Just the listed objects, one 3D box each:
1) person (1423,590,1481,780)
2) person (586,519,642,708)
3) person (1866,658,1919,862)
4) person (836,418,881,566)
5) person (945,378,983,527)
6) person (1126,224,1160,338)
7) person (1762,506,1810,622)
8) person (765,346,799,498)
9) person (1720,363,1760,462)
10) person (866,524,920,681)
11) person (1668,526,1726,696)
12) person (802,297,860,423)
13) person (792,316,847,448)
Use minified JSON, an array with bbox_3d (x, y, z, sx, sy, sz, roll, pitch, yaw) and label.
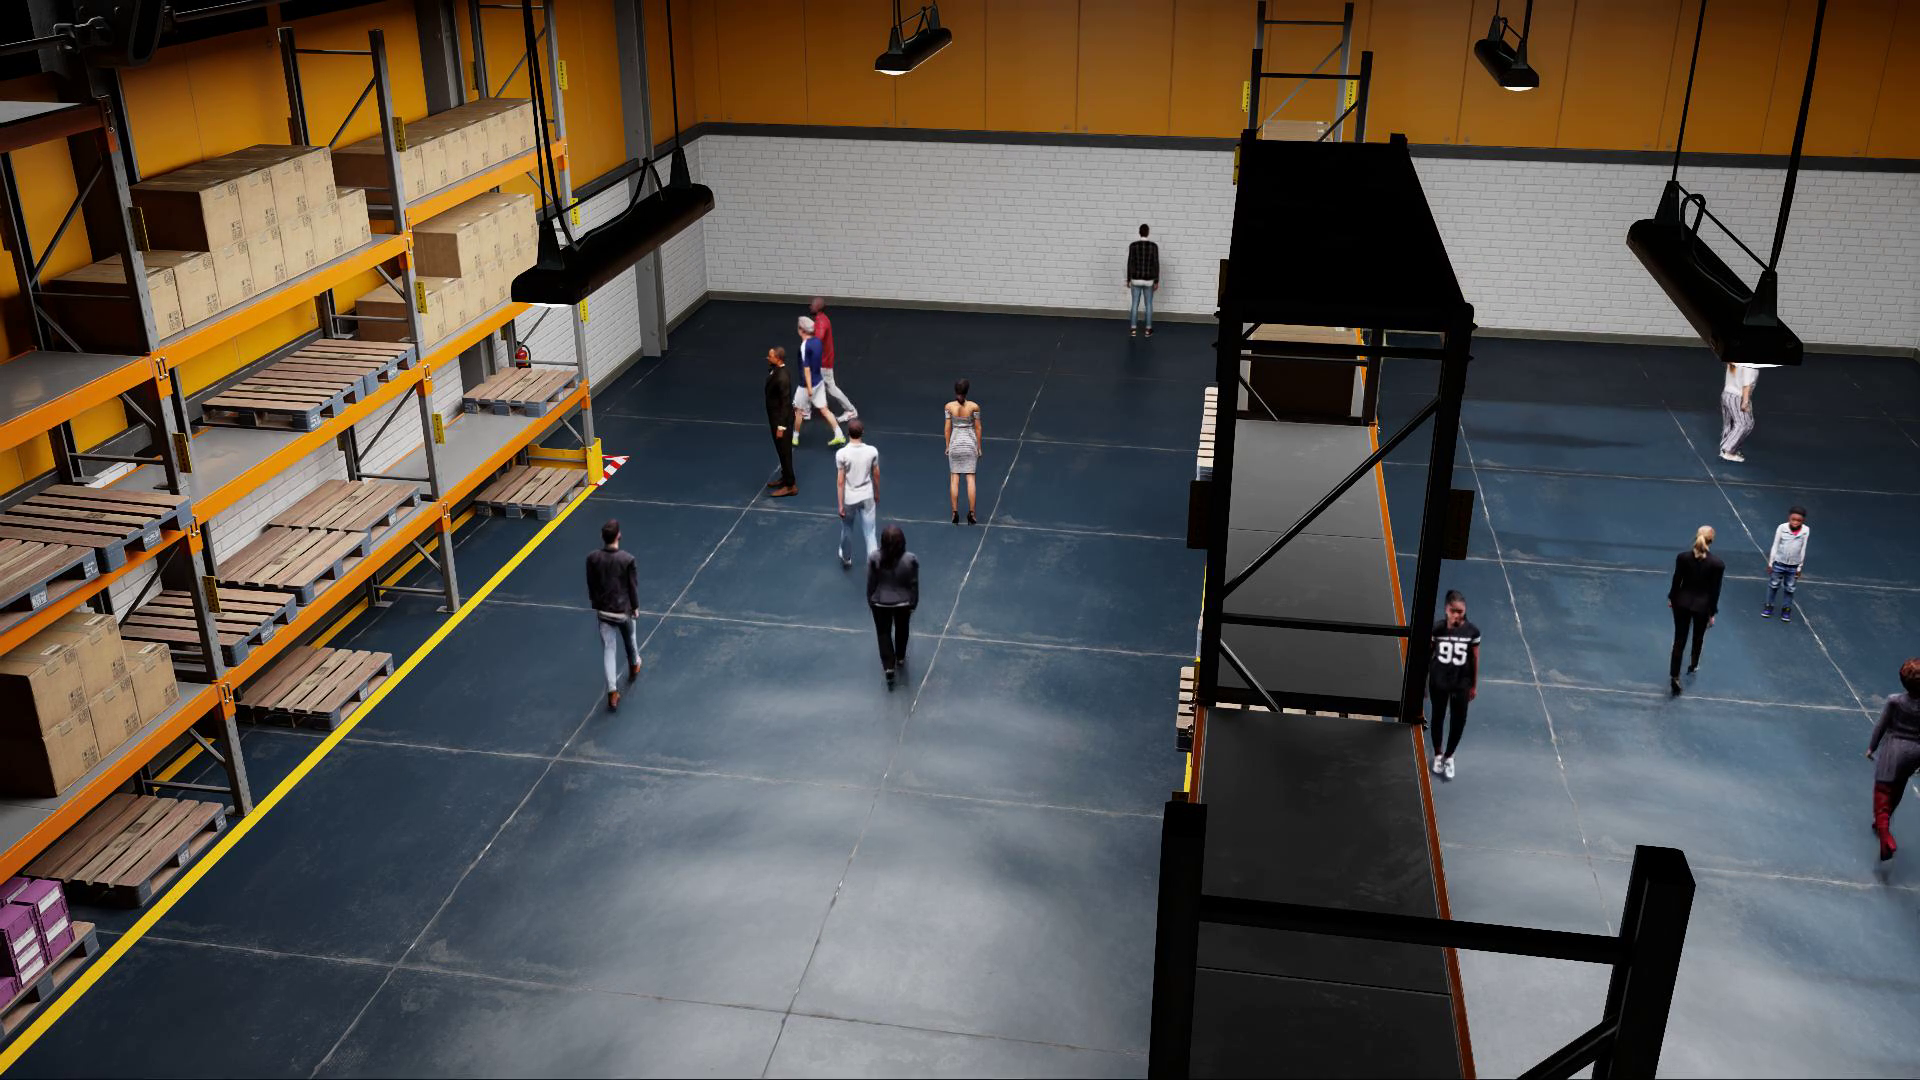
[{"bbox_3d":[4.294,1.232,14.606,0.674,1.719,0.673,7,25,15],"label":"person"},{"bbox_3d":[-3.279,0.716,15.686,0.787,1.799,1.159,1,24,1],"label":"person"},{"bbox_3d":[7.567,1.795,13.365,0.657,1.681,1.086,6,24,14],"label":"person"},{"bbox_3d":[-1.082,-0.374,18.185,1.043,1.796,1.306,-7,25,-15],"label":"person"},{"bbox_3d":[0.036,-1.046,19.689,0.591,1.822,0.519,4,24,8],"label":"person"},{"bbox_3d":[2.952,-4.206,26.923,0.665,1.818,0.519,4,24,9],"label":"person"},{"bbox_3d":[8.708,0.218,17.500,0.531,1.259,0.563,11,26,24],"label":"person"},{"bbox_3d":[-2.202,-1.484,20.590,0.831,1.904,0.669,-3,24,-7],"label":"person"},{"bbox_3d":[10.122,-1.864,21.747,0.808,1.672,0.645,-1,24,-2],"label":"person"},{"bbox_3d":[-0.663,0.617,16.192,0.837,1.576,1.043,-3,24,-7],"label":"person"},{"bbox_3d":[6.964,0.703,15.868,0.883,1.679,1.038,16,28,32],"label":"person"},{"bbox_3d":[-1.799,-2.453,22.961,0.884,1.780,1.201,0,24,1],"label":"person"},{"bbox_3d":[-1.887,-2.046,22.015,0.876,1.792,1.188,10,25,21],"label":"person"}]
